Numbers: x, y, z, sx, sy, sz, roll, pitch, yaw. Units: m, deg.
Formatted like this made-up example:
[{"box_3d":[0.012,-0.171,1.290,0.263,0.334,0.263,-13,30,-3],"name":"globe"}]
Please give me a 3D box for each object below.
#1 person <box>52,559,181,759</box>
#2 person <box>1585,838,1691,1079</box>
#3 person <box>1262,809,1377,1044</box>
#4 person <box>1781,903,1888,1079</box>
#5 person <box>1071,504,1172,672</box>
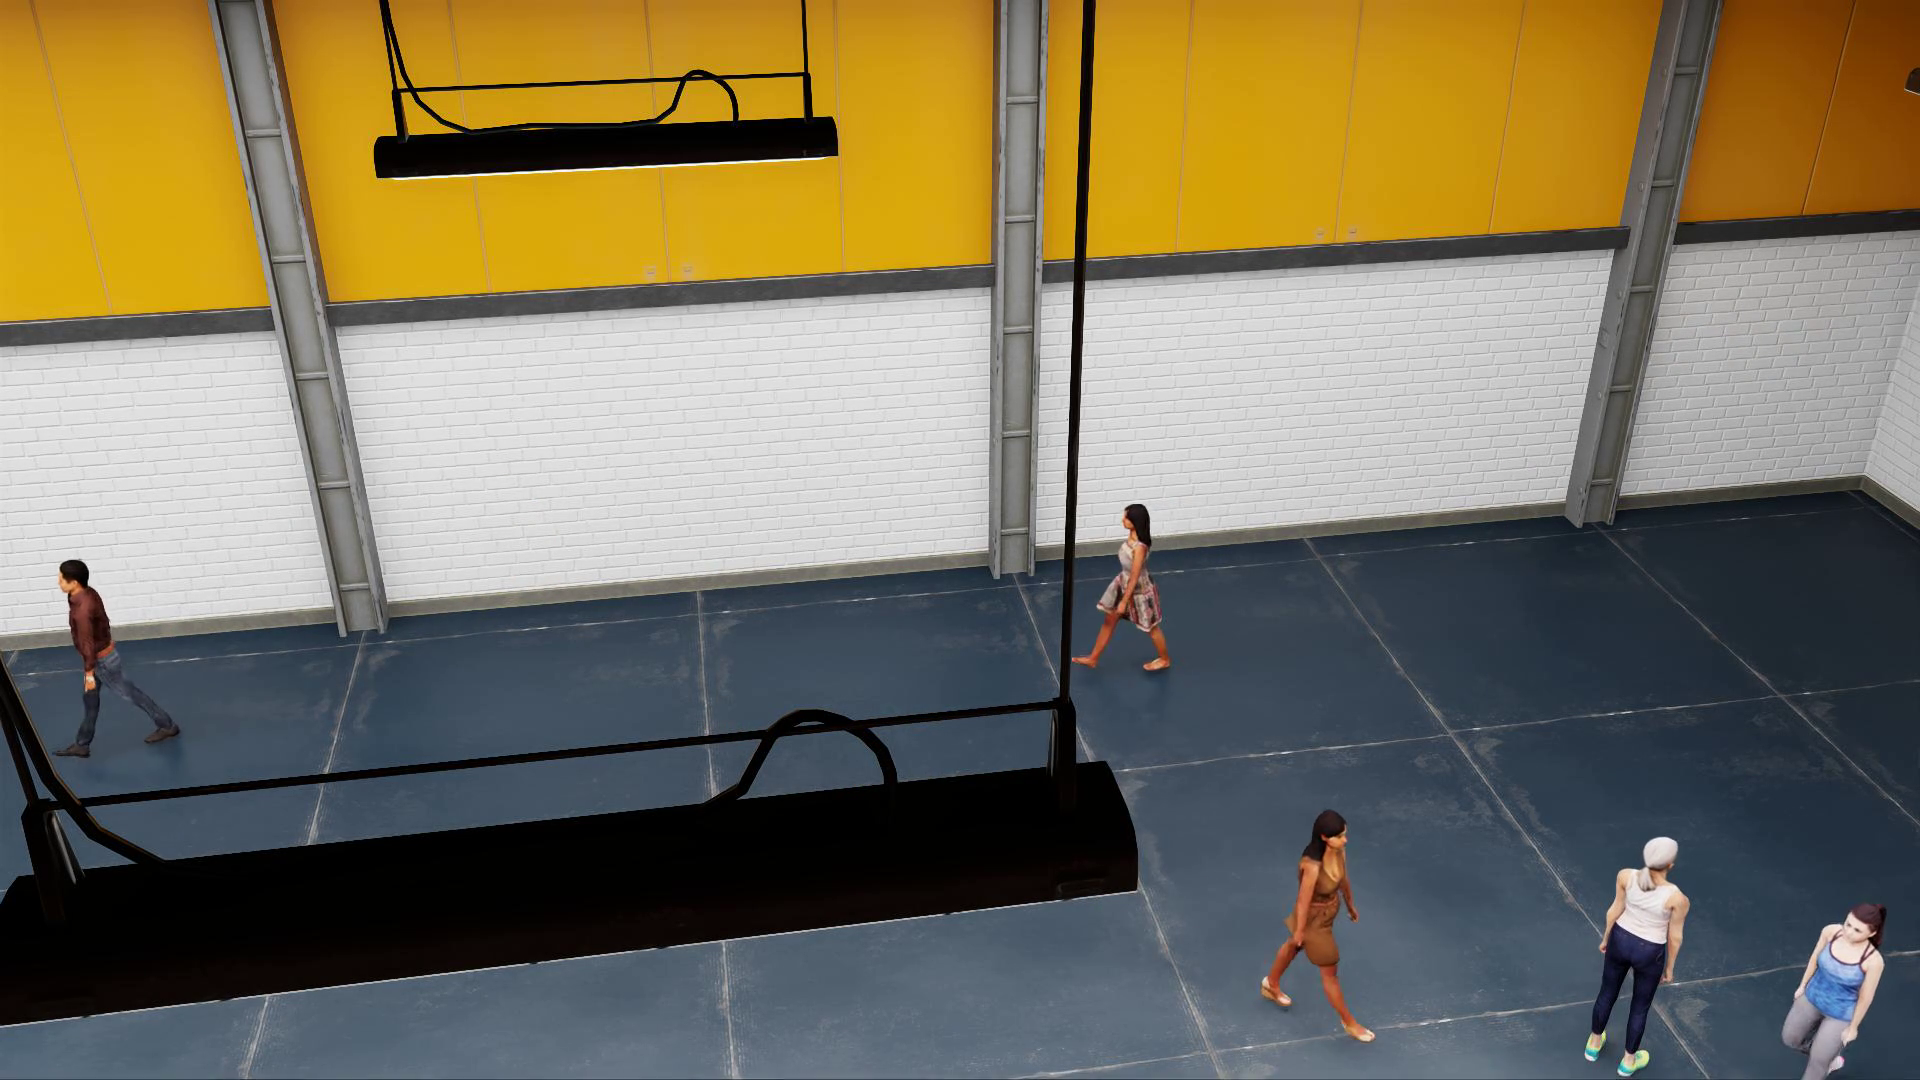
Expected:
[{"box_3d":[-6.626,0.937,13.033,1.241,1.731,0.926,-15,32,-25],"name":"person"},{"box_3d":[4.124,2.524,10.153,0.691,1.702,0.727,23,36,36],"name":"person"},{"box_3d":[2.167,2.364,10.500,1.078,1.651,1.018,18,33,30],"name":"person"},{"box_3d":[5.183,2.754,9.836,0.838,1.602,0.688,-12,31,-21],"name":"person"},{"box_3d":[1.566,0.453,14.059,1.089,1.598,0.630,-4,29,-8],"name":"person"}]
